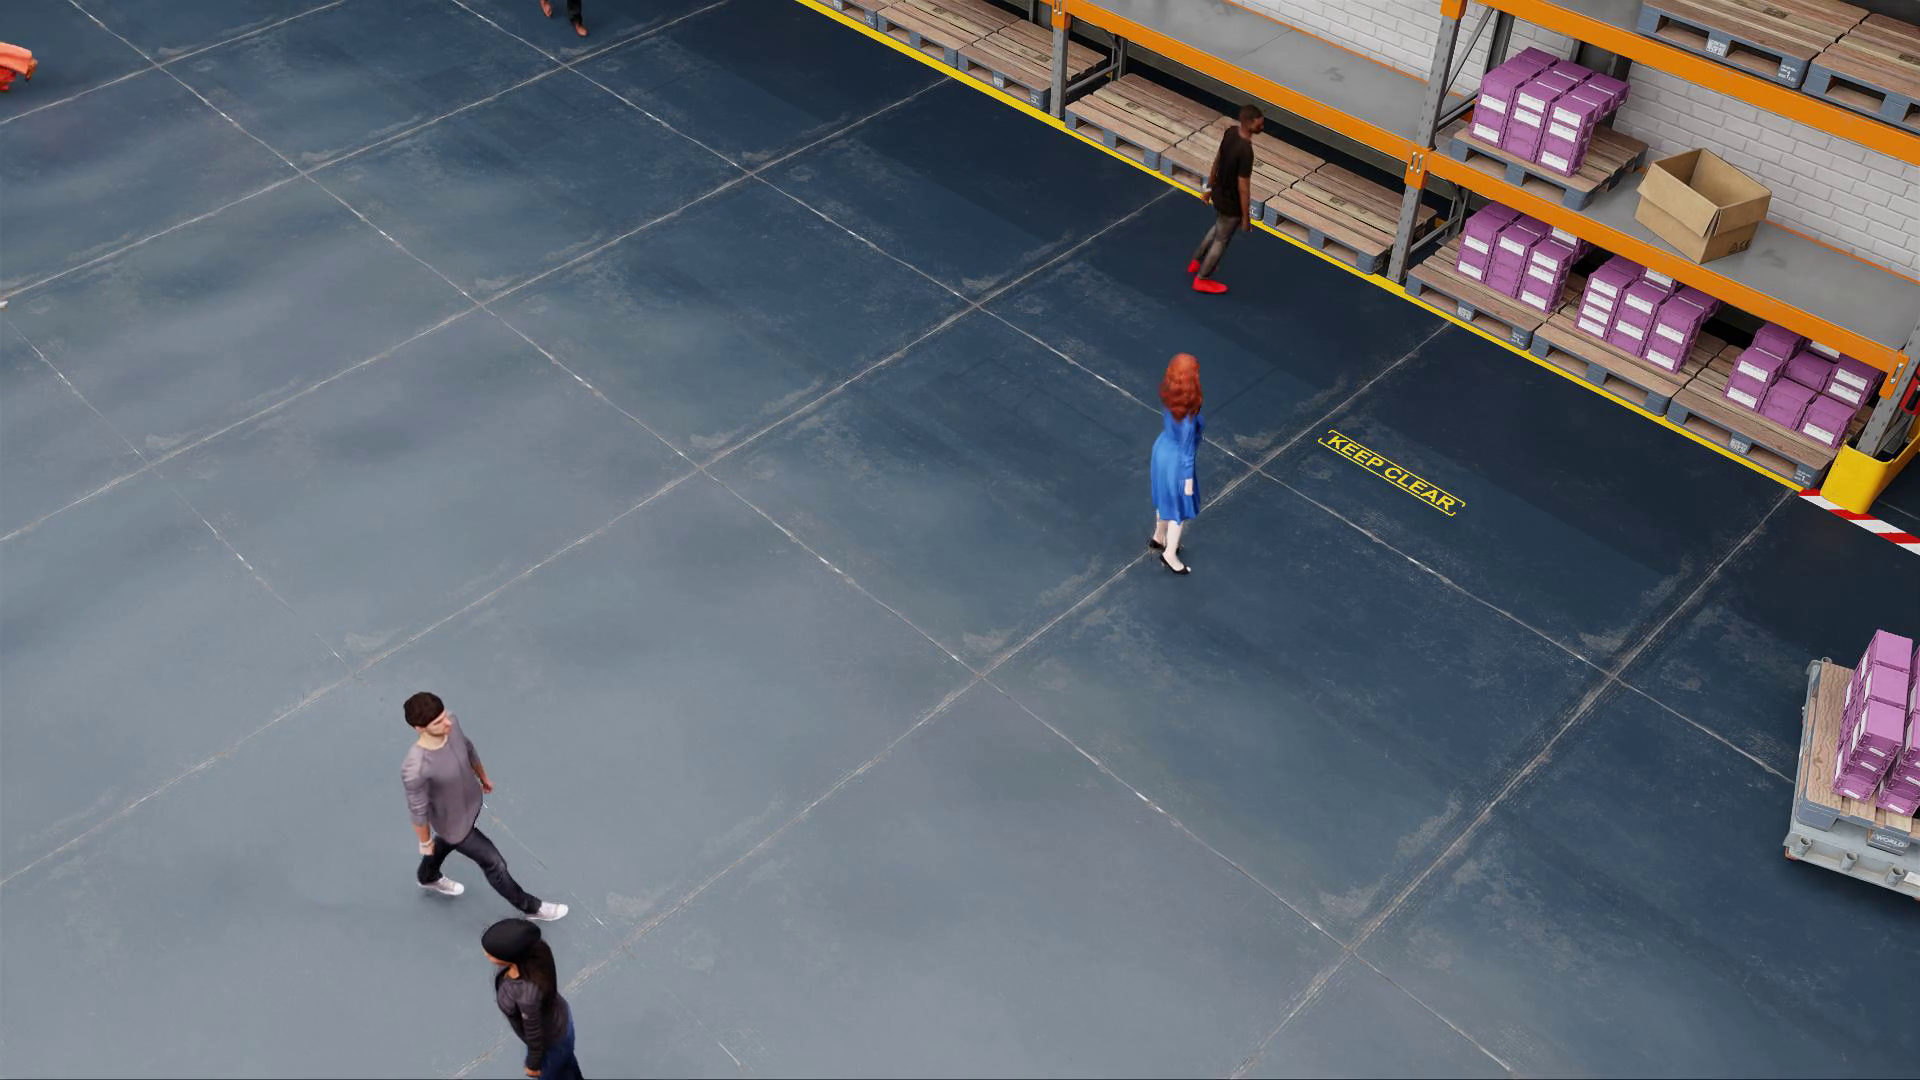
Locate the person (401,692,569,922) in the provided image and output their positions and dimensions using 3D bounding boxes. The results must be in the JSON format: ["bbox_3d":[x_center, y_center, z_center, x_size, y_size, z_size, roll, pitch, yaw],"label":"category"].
[{"bbox_3d":[-2.880,1.490,9.244,1.287,1.806,1.143,6,44,6],"label":"person"}]

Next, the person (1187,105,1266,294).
[{"bbox_3d":[2.158,-2.819,13.791,0.889,1.772,0.800,-15,46,-15],"label":"person"}]

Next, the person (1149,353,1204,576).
[{"bbox_3d":[1.460,-0.509,11.328,0.800,1.825,0.699,-4,44,-4],"label":"person"}]

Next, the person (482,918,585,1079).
[{"bbox_3d":[-2.053,2.434,8.294,0.946,1.749,0.832,-10,44,-10],"label":"person"}]

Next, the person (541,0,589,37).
[{"bbox_3d":[-4.273,-6.202,17.374,0.825,1.729,1.161,-24,48,-23],"label":"person"}]
